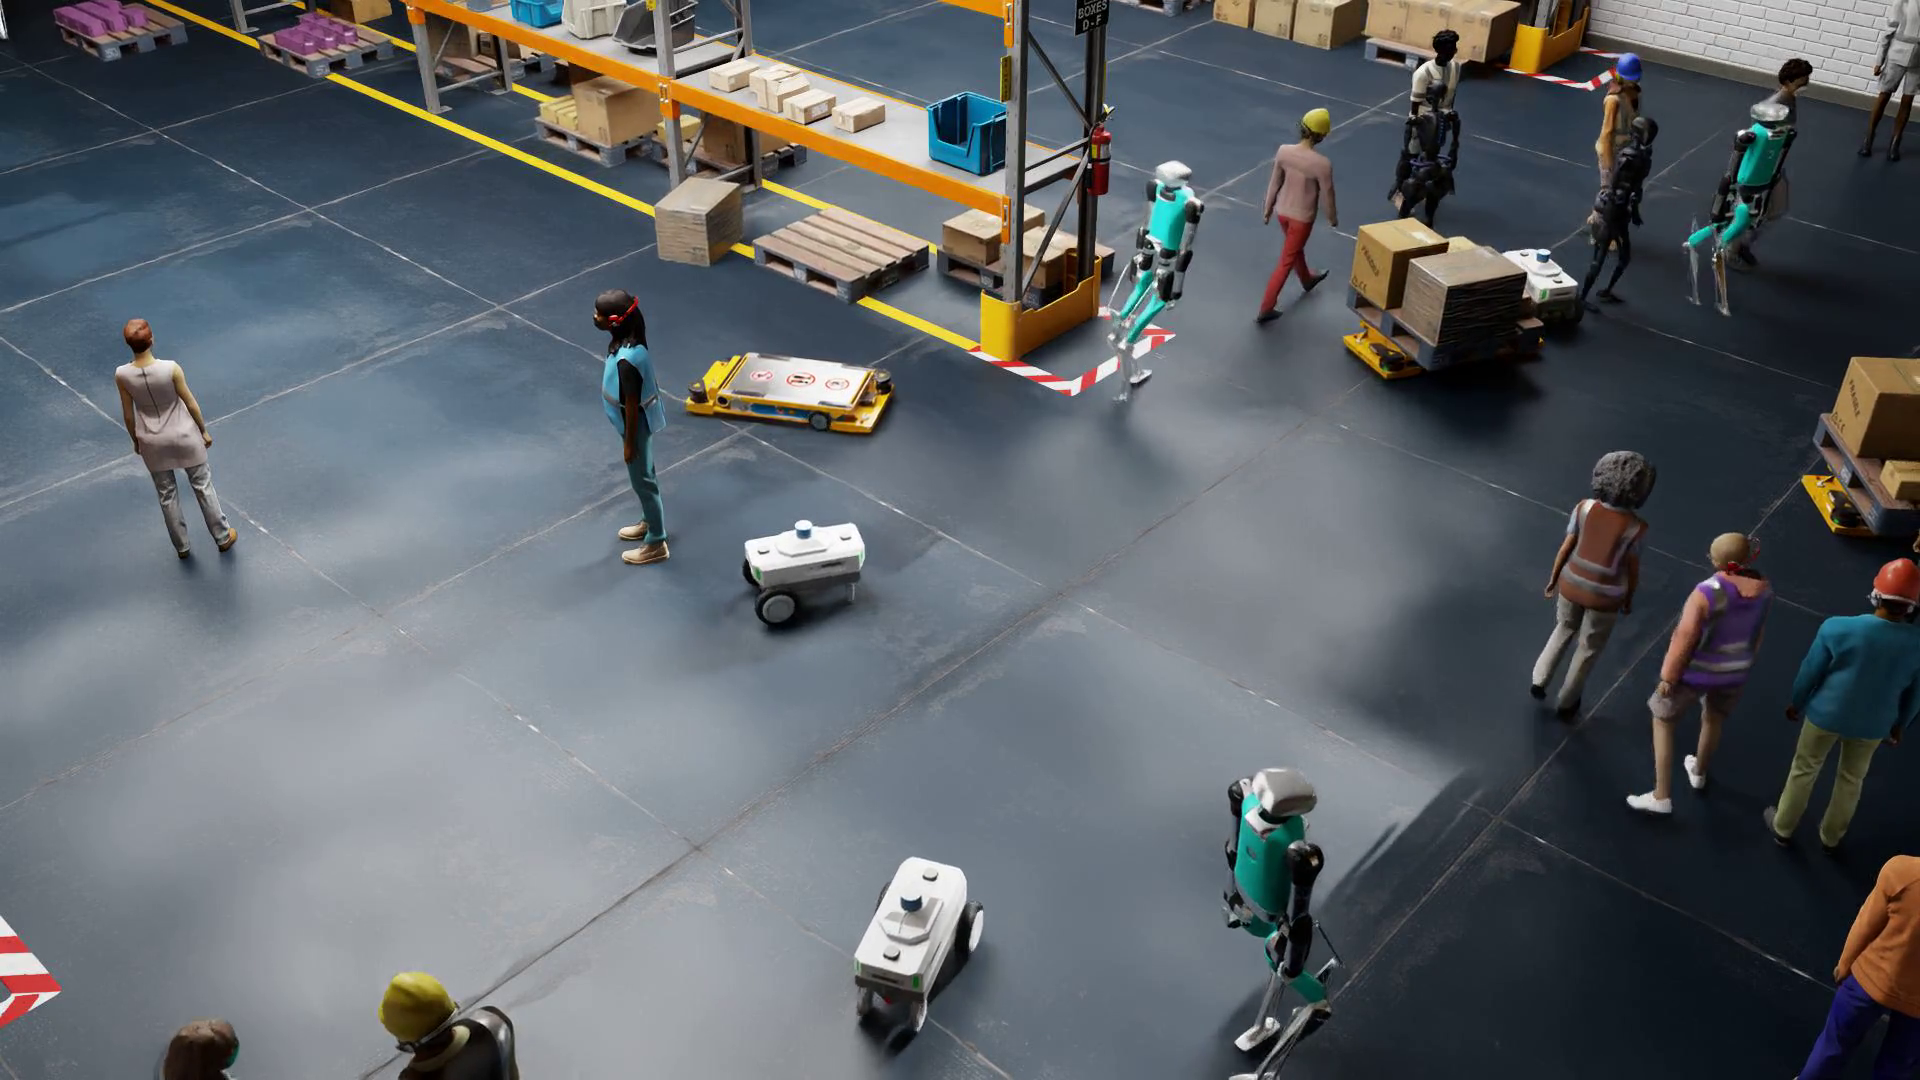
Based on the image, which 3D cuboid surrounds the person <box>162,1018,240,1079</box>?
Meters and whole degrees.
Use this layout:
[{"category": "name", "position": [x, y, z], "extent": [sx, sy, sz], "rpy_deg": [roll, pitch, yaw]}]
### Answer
[{"category": "person", "position": [-2.725, 2.371, 6.187], "extent": [0.882, 1.605, 0.494], "rpy_deg": [-20, 39, -26]}]

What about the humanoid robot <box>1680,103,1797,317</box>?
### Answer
[{"category": "humanoid robot", "position": [6.183, -2.704, 13.462], "extent": [0.534, 1.827, 0.659], "rpy_deg": [-11, 36, -15]}]

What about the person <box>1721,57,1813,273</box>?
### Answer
[{"category": "person", "position": [6.742, -3.113, 13.909], "extent": [0.542, 1.878, 0.472], "rpy_deg": [-27, 43, -33]}]

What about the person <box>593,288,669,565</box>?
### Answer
[{"category": "person", "position": [-2.044, -0.712, 10.447], "extent": [0.394, 1.862, 0.508], "rpy_deg": [-7, 35, -10]}]

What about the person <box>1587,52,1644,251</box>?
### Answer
[{"category": "person", "position": [5.705, -3.359, 14.368], "extent": [0.505, 1.742, 0.380], "rpy_deg": [-27, 43, -34]}]

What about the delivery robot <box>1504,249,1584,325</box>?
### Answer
[{"category": "delivery robot", "position": [4.714, -2.058, 13.558], "extent": [0.499, 0.614, 0.812], "rpy_deg": [-8, 35, -12]}]

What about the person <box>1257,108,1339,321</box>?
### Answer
[{"category": "person", "position": [2.766, -2.633, 13.352], "extent": [0.944, 1.708, 0.538], "rpy_deg": [-23, 41, -30]}]

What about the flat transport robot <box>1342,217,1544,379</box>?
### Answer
[{"category": "flat transport robot", "position": [3.813, -1.597, 13.124], "extent": [1.431, 0.231, 0.659], "rpy_deg": [-12, 36, -17]}]

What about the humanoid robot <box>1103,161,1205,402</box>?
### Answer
[{"category": "humanoid robot", "position": [1.299, -1.846, 12.206], "extent": [0.827, 1.796, 0.544], "rpy_deg": [-20, 39, -27]}]

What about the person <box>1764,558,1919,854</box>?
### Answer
[{"category": "person", "position": [4.439, 0.836, 8.312], "extent": [0.576, 1.738, 0.359], "rpy_deg": [10, 36, 14]}]

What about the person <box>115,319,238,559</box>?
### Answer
[{"category": "person", "position": [-4.985, -0.633, 10.501], "extent": [0.458, 1.658, 0.270], "rpy_deg": [-9, 36, -13]}]

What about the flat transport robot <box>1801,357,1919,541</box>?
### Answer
[{"category": "flat transport robot", "position": [6.512, -0.251, 11.174], "extent": [1.431, 0.231, 0.659], "rpy_deg": [3, 35, 4]}]

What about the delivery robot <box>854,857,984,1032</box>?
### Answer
[{"category": "delivery robot", "position": [-0.216, 1.860, 7.875], "extent": [0.499, 0.608, 0.786], "rpy_deg": [11, 36, 16]}]

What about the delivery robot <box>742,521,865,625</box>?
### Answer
[{"category": "delivery robot", "position": [-0.992, 0.164, 10.338], "extent": [0.785, 0.613, 0.509], "rpy_deg": [-10, 36, -14]}]

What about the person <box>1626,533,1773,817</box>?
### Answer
[{"category": "person", "position": [3.879, 0.705, 8.555], "extent": [0.612, 1.677, 0.477], "rpy_deg": [-5, 35, -7]}]

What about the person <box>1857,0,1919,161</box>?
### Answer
[{"category": "person", "position": [9.161, -4.634, 16.069], "extent": [0.548, 1.927, 0.390], "rpy_deg": [13, 37, 18]}]

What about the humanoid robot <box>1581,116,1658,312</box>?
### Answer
[{"category": "humanoid robot", "position": [5.271, -2.618, 13.362], "extent": [0.342, 1.643, 0.589], "rpy_deg": [28, 43, 34]}]

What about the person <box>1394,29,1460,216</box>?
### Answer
[{"category": "person", "position": [4.249, -3.782, 15.039], "extent": [0.535, 1.691, 0.319], "rpy_deg": [-19, 39, -25]}]

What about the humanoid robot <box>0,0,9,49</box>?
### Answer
[{"category": "humanoid robot", "position": [-11.114, -6.433, 18.831], "extent": [0.543, 1.752, 0.957], "rpy_deg": [-20, 39, -26]}]

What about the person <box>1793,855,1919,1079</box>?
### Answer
[{"category": "person", "position": [3.833, 1.788, 6.730], "extent": [0.517, 1.972, 0.405], "rpy_deg": [19, 39, 25]}]

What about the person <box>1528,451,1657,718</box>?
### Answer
[{"category": "person", "position": [3.501, 0.265, 9.194], "extent": [0.441, 1.670, 0.398], "rpy_deg": [28, 44, 35]}]

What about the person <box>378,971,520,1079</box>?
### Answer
[{"category": "person", "position": [-1.842, 2.265, 6.164], "extent": [0.405, 1.822, 0.595], "rpy_deg": [18, 38, 24]}]

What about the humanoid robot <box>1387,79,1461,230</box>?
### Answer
[{"category": "humanoid robot", "position": [3.919, -3.059, 14.003], "extent": [0.616, 1.647, 0.303], "rpy_deg": [-12, 36, -16]}]

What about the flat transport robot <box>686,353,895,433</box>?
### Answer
[{"category": "flat transport robot", "position": [-1.262, -1.106, 12.413], "extent": [1.431, 0.231, 0.659], "rpy_deg": [8, 35, 11]}]

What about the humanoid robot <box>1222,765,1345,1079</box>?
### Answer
[{"category": "humanoid robot", "position": [1.456, 1.625, 7.163], "extent": [0.667, 1.791, 0.545], "rpy_deg": [-16, 38, -22]}]

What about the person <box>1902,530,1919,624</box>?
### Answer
[{"category": "person", "position": [5.575, 0.078, 9.309], "extent": [0.330, 1.844, 0.508], "rpy_deg": [-12, 36, -17]}]
